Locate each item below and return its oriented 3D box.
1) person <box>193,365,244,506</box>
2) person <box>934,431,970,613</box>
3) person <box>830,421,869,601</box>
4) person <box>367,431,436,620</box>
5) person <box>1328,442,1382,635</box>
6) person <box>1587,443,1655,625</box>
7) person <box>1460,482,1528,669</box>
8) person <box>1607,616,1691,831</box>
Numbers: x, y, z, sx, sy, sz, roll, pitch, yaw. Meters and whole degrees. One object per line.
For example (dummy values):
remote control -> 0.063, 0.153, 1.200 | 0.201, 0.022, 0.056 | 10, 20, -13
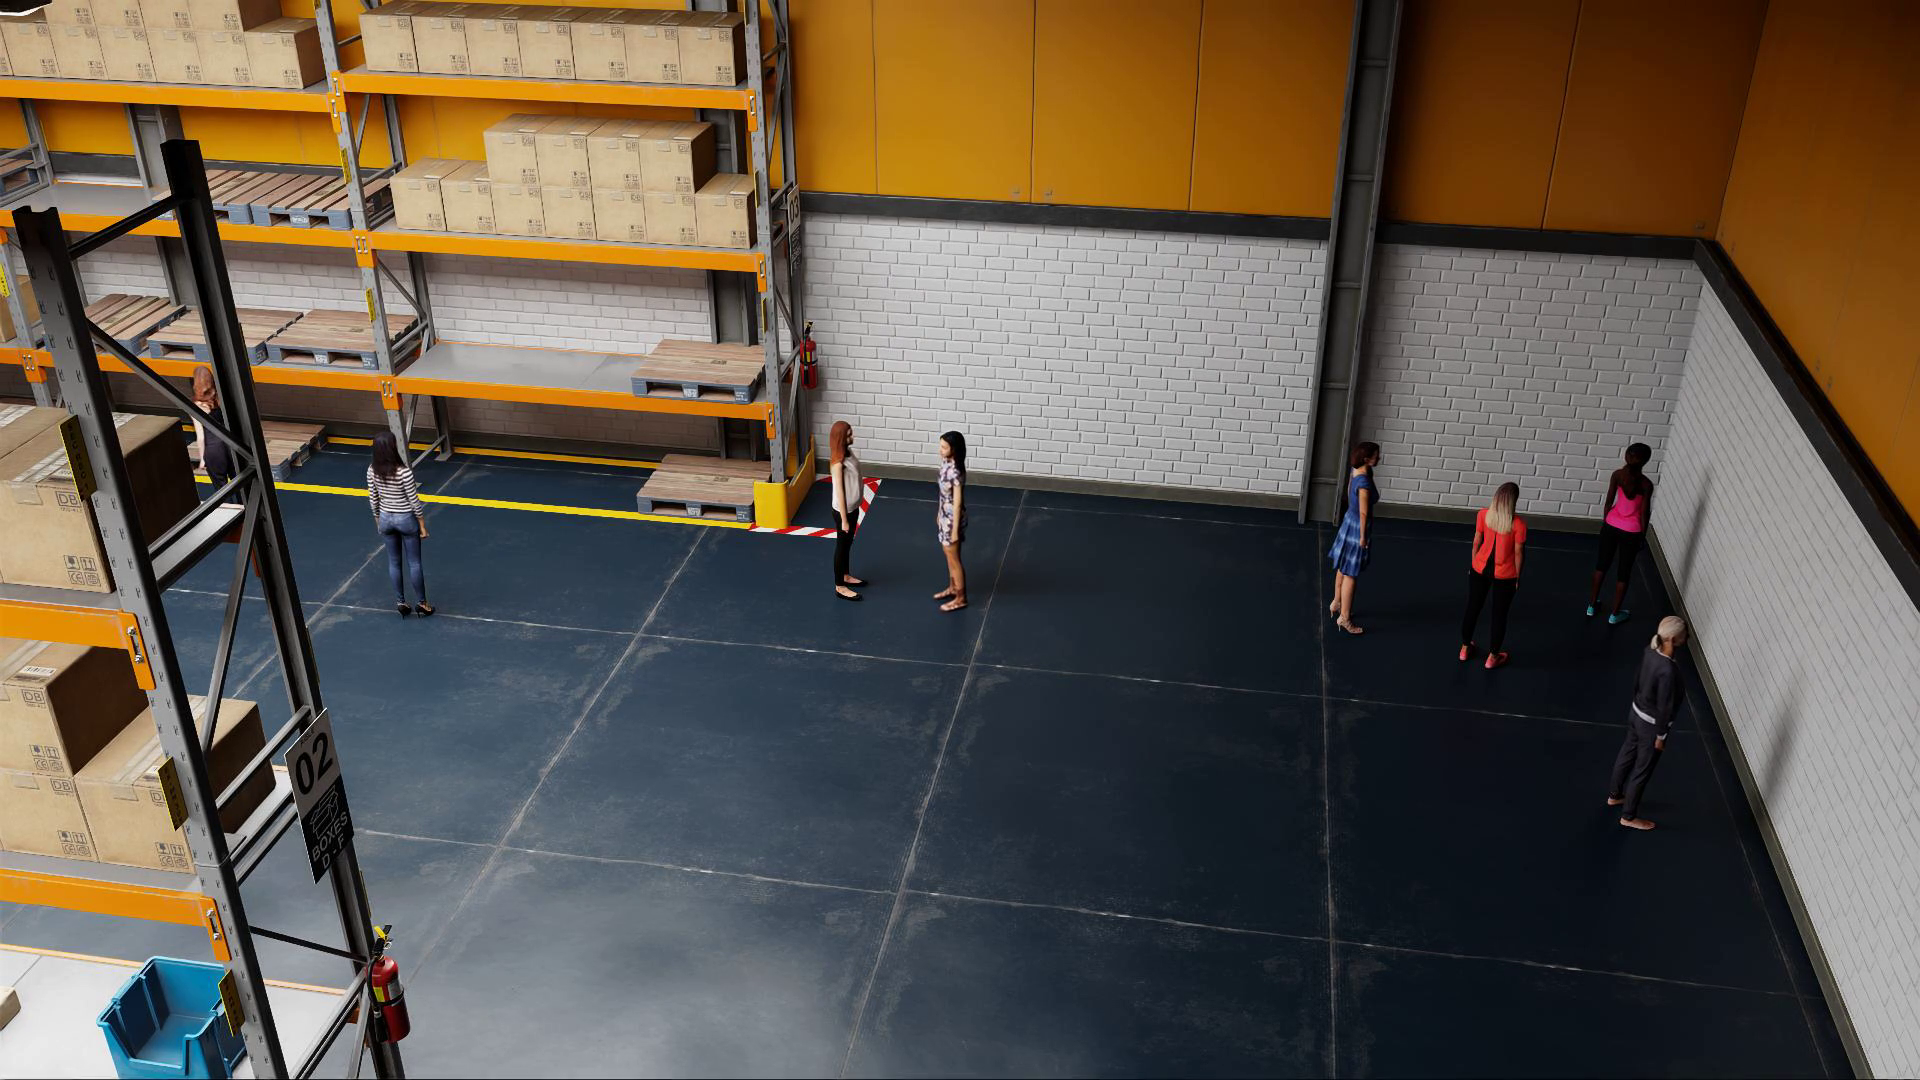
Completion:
person -> -7.157, -0.873, 16.110 | 0.645, 1.748, 0.648 | 17, 33, 28
person -> -0.058, -0.183, 14.860 | 0.650, 1.733, 0.661 | -7, 29, -13
person -> -1.042, -0.285, 15.058 | 0.492, 1.722, 0.580 | 4, 29, 8
person -> -4.952, -0.123, 14.686 | 0.439, 1.795, 0.654 | 4, 29, 8
person -> 3.469, -0.041, 14.524 | 0.630, 1.806, 0.707 | 0, 29, -1
person -> 5.840, -0.075, 14.673 | 0.713, 1.724, 0.638 | -25, 37, -38
person -> 4.508, 0.280, 14.053 | 0.623, 1.693, 0.736 | 21, 35, 33
person -> 5.043, 1.295, 12.158 | 0.579, 1.726, 0.653 | 0, 29, -1
